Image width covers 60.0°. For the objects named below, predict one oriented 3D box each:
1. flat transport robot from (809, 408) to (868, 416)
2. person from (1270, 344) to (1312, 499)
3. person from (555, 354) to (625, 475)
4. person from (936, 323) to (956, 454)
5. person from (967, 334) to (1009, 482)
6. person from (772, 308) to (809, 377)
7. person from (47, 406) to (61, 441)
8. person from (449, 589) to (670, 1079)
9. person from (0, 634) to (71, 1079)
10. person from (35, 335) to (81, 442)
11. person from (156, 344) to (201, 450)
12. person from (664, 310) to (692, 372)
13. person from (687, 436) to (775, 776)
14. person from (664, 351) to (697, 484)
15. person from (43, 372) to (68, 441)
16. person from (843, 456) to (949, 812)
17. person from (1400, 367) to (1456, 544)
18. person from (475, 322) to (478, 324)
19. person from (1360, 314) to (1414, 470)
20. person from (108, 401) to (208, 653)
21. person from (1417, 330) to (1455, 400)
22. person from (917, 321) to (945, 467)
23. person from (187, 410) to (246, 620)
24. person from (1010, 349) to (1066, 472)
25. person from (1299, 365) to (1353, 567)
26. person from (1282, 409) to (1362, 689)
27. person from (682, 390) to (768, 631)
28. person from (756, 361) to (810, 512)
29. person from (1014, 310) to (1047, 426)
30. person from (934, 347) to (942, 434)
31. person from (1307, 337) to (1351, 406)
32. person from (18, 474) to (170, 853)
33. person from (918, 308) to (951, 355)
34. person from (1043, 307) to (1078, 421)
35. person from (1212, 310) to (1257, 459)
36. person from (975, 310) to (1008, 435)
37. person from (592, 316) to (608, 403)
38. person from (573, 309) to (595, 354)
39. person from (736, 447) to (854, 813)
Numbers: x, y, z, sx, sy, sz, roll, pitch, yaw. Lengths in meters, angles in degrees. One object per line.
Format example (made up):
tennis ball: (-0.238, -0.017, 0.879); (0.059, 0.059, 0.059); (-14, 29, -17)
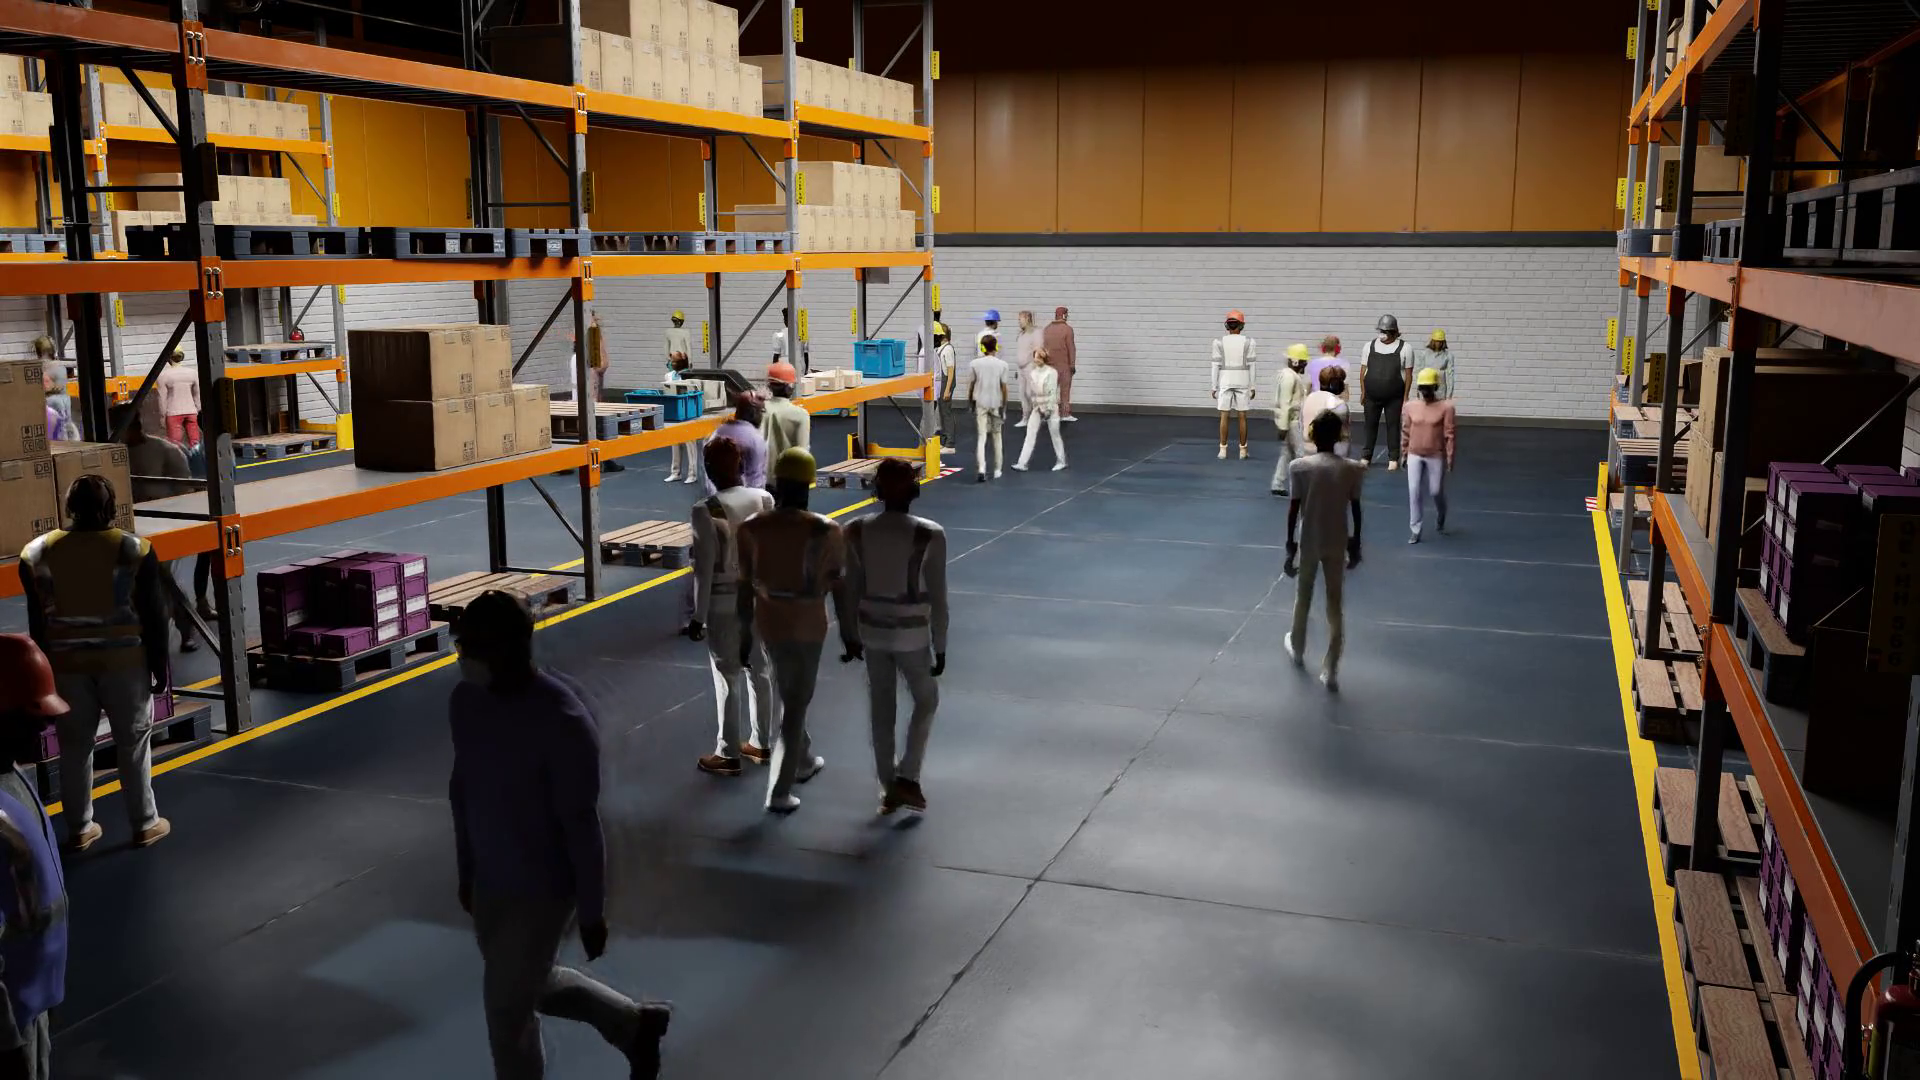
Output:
flat transport robot: (-2.324, -2.235, 28.390); (1.431, 0.197, 0.652); (-2, 10, -10)
person: (3.926, -1.339, 19.049); (0.743, 1.790, 0.633); (2, 10, 9)
person: (-4.798, -1.766, 21.199); (0.972, 1.895, 0.556); (-8, 13, -39)
person: (-0.232, -2.123, 23.344); (0.338, 1.836, 0.517); (-2, 10, -13)
person: (0.344, -1.643, 20.673); (0.515, 1.831, 0.874); (0, 10, -1)
person: (-2.670, -2.699, 26.267); (0.599, 1.958, 0.374); (-4, 11, -19)
person: (-7.970, -0.541, 14.342); (0.954, 1.903, 0.553); (5, 11, 28)
person: (-1.292, 1.057, 5.263); (0.652, 1.905, 0.879); (8, 13, 38)
person: (-2.488, 1.196, 4.396); (0.375, 1.931, 0.542); (-4, 11, -20)
person: (-10.100, -1.312, 18.515); (0.659, 1.929, 0.419); (4, 11, 23)
person: (-9.381, -1.494, 20.006); (0.311, 1.769, 0.522); (9, 13, 40)
person: (-4.994, -3.185, 29.530); (0.527, 1.767, 0.331); (3, 11, 18)
person: (-1.261, 0.362, 9.215); (0.355, 1.887, 0.572); (9, 13, 40)
person: (-3.421, -1.508, 20.451); (0.514, 1.636, 0.315); (6, 12, 31)
person: (-9.558, -0.966, 17.439); (0.525, 1.620, 0.402); (3, 11, 17)
person: (-0.319, 0.495, 8.541); (0.578, 1.868, 0.402); (3, 11, 18)
person: (4.639, -0.848, 16.444); (0.533, 1.752, 0.628); (5, 11, 28)
person: (-6.239, -1.895, 21.789); (0.544, 1.937, 0.358); (0, 10, -2)
person: (5.533, -1.929, 21.686); (0.673, 2.000, 0.536); (5, 11, 24)
person: (-5.640, -0.049, 11.612); (0.691, 1.870, 1.028); (1, 10, 6)
person: (6.811, -2.147, 23.823); (0.505, 1.709, 0.775); (3, 10, 14)
person: (-0.379, -1.926, 21.984); (0.378, 1.928, 0.585); (-1, 10, -6)
person: (-5.864, -0.223, 13.079); (0.328, 1.688, 0.539); (1, 10, 7)
person: (1.055, -1.663, 21.447); (0.831, 1.594, 0.521); (-10, 14, -43)
person: (3.358, -0.678, 15.203); (0.429, 1.841, 0.633); (-4, 11, -22)
person: (2.441, 0.030, 11.264); (0.550, 1.823, 0.957); (1, 10, 4)
person: (-1.691, -0.216, 12.646); (1.036, 1.836, 0.720); (-9, 14, -42)
person: (-1.552, -0.527, 14.030); (0.624, 1.962, 0.963); (5, 11, 25)
person: (1.163, -2.769, 26.875); (0.580, 1.882, 0.648); (-6, 11, -29)
person: (-0.429, -2.440, 25.722); (0.391, 1.628, 0.527); (4, 11, 20)
person: (4.606, -1.633, 20.722); (0.570, 1.780, 1.005); (6, 12, 30)
person: (-4.147, 0.596, 8.052); (0.621, 1.837, 0.429); (-2, 10, -12)
person: (-0.415, -3.047, 28.393); (0.604, 1.897, 0.722); (2, 10, 11)
person: (1.687, -2.925, 27.686); (0.638, 1.903, 0.409); (9, 14, 42)
person: (3.747, -2.118, 22.768); (0.605, 2.033, 0.392); (2, 10, 11)
person: (0.491, -2.568, 25.588); (0.531, 1.926, 0.636); (-8, 13, -37)
person: (-5.508, -2.466, 25.235); (0.396, 1.865, 0.800); (2, 10, 13)
person: (-6.302, -2.960, 28.063); (0.600, 1.865, 0.325); (3, 11, 17)
person: (-0.872, 0.448, 8.753); (0.597, 1.882, 0.940); (3, 11, 17)
